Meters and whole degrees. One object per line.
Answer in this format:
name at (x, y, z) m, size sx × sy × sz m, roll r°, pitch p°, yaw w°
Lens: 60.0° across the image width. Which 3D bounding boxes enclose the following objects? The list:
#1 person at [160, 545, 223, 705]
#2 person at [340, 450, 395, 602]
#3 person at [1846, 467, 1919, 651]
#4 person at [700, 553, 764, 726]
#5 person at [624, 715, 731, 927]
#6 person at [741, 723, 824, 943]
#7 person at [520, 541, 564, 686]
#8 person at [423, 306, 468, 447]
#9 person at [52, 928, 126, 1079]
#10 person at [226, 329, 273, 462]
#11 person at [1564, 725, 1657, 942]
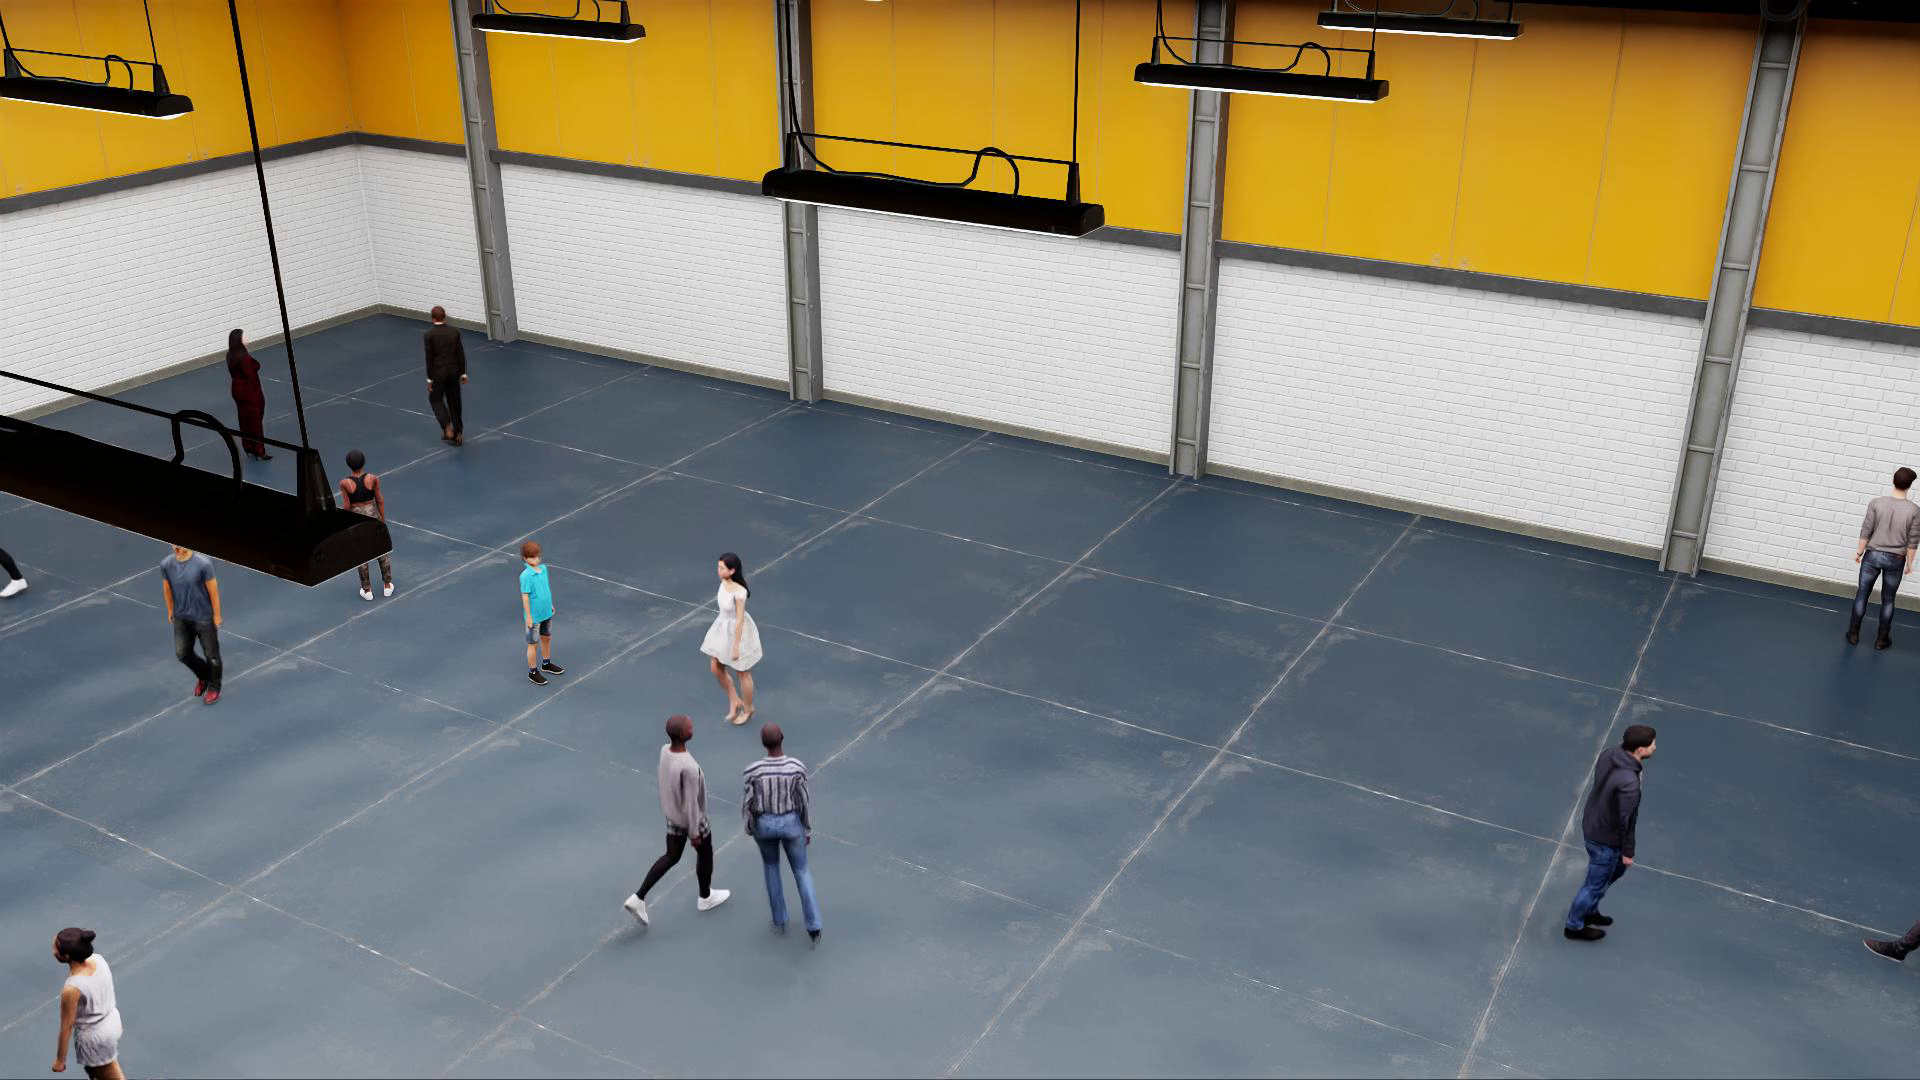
person at (-7.240, 0.669, 15.809) m, size 0.759 × 1.805 × 0.855 m, roll 0°, pitch 24°, yaw -1°
person at (-6.382, -0.174, 17.868) m, size 0.663 × 1.701 × 0.693 m, roll -11°, pitch 26°, yaw -24°
person at (9.342, 0.182, 16.802) m, size 0.503 × 1.903 × 0.751 m, roll 14°, pitch 27°, yaw 30°
person at (-1.989, 0.909, 15.314) m, size 0.867 × 1.763 × 0.825 m, roll -14°, pitch 27°, yaw -29°
person at (-2.161, 2.136, 12.529) m, size 0.926 × 1.745 × 1.124 m, roll -19°, pitch 30°, yaw -36°
person at (-1.359, 2.212, 12.330) m, size 0.869 × 1.765 × 0.934 m, roll -2°, pitch 24°, yaw -4°
person at (-4.123, 0.680, 16.231) m, size 0.479 × 1.447 × 0.529 m, roll 11°, pitch 26°, yaw 24°
person at (-6.832, -2.155, 22.167) m, size 0.833 × 1.887 × 0.835 m, roll -15°, pitch 28°, yaw -30°
person at (-5.345, 3.120, 10.462) m, size 0.864 × 1.597 × 0.778 m, roll -2°, pitch 24°, yaw -4°
person at (-9.337, -1.903, 21.754) m, size 0.611 × 1.756 × 0.772 m, roll 20°, pitch 30°, yaw 38°
person at (4.694, 2.166, 12.307) m, size 0.798 × 1.867 × 0.807 m, roll 1°, pitch 24°, yaw 2°
